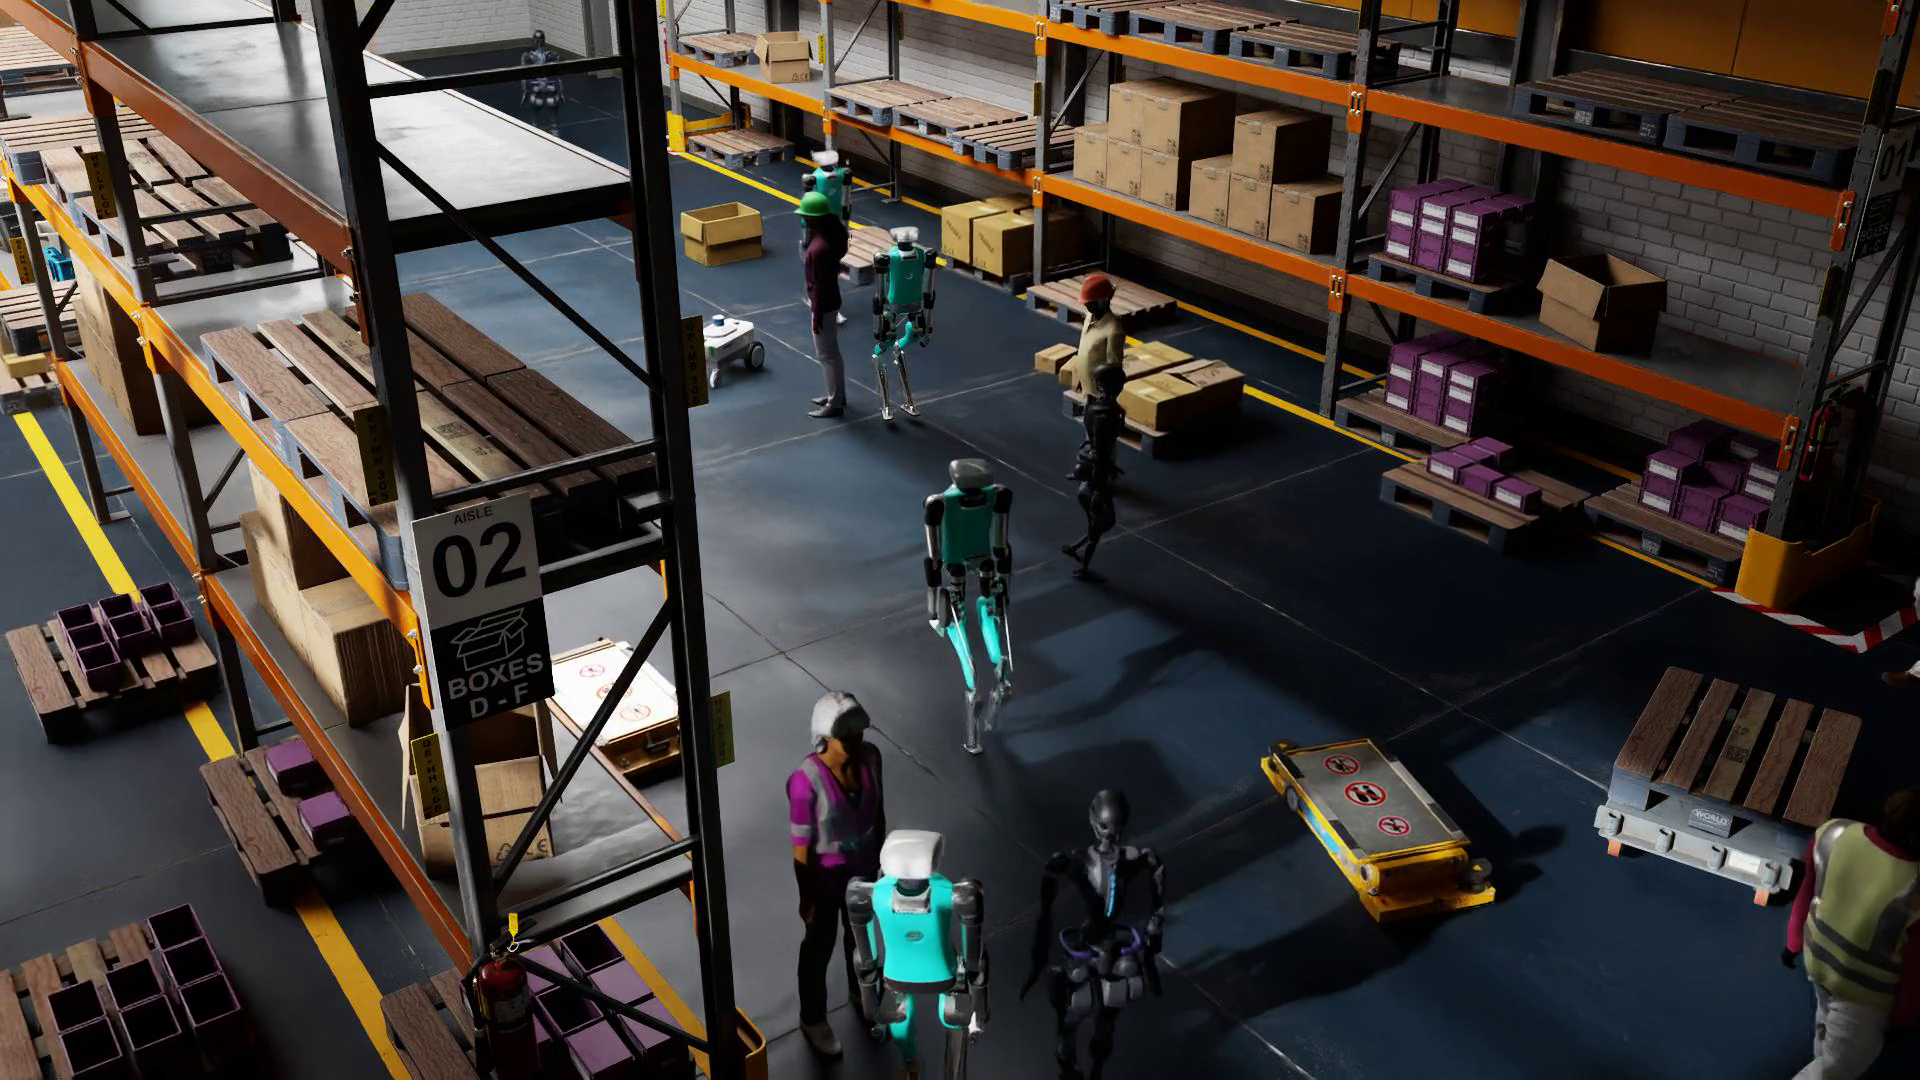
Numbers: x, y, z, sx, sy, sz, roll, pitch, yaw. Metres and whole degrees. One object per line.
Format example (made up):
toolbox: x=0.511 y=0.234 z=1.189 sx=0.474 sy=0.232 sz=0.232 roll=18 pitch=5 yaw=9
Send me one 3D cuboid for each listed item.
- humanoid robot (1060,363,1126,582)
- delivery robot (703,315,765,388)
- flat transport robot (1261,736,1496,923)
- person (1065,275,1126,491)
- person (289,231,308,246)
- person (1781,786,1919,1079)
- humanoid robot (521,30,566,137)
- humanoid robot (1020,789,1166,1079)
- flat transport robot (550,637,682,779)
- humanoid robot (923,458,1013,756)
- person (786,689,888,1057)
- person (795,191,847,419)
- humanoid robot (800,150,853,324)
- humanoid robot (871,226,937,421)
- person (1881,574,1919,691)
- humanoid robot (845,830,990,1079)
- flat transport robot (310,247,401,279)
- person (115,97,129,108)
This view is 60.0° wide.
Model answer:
humanoid robot: x=0.897 y=-0.455 z=11.327 sx=0.431 sy=1.635 sz=0.601 roll=5 pitch=27 yaw=11
delivery robot: x=-2.175 y=-1.756 z=15.155 sx=0.499 sy=0.589 sz=0.782 roll=13 pitch=29 yaw=24
flat transport robot: x=2.226 y=1.507 z=8.989 sx=0.659 sy=0.231 sz=1.431 roll=-7 pitch=28 yaw=-14
person: x=1.035 y=-1.189 z=12.709 sx=0.336 sy=1.741 sz=0.562 roll=-9 pitch=28 yaw=-17
person: x=-6.384 y=-2.686 z=15.818 sx=0.287 sy=1.629 sz=0.498 roll=14 pitch=30 yaw=25
person: x=3.600 y=1.772 z=6.755 sx=0.861 sy=1.811 sz=0.623 roll=-10 pitch=28 yaw=-19
humanoid robot: x=-5.604 y=-5.980 z=22.320 sx=0.611 sy=1.636 sz=0.419 roll=-13 pitch=29 yaw=-24
humanoid robot: x=0.560 y=1.807 z=6.872 sx=0.609 sy=1.645 sz=0.647 roll=0 pitch=27 yaw=-1
flat transport robot: x=-2.118 y=0.977 z=10.044 sx=0.659 sy=0.231 sz=1.431 roll=-18 pitch=32 yaw=-31
humanoid robot: x=0.127 y=0.457 z=9.466 sx=0.538 sy=1.817 sz=0.664 roll=-11 pitch=29 yaw=-21
person: x=-0.528 y=1.455 z=7.350 sx=0.508 sy=1.839 sz=0.338 roll=-22 pitch=34 yaw=-36
person: x=-1.146 y=-1.983 z=14.075 sx=0.426 sy=1.943 sz=0.491 roll=1 pitch=27 yaw=3
humanoid robot: x=-1.440 y=-3.026 z=16.402 sx=0.531 sy=1.758 sz=0.903 roll=-17 pitch=31 yaw=-30
humanoid robot: x=-0.532 y=-1.856 z=13.897 sx=0.533 sy=1.677 sz=0.735 roll=-10 pitch=28 yaw=-18
person: x=6.110 y=0.075 z=10.003 sx=0.554 sy=1.915 sz=0.650 roll=8 pitch=28 yaw=16
humanoid robot: x=-0.135 y=1.805 z=6.791 sx=0.561 sy=1.801 sz=0.805 roll=2 pitch=27 yaw=4
flat transport robot: x=-6.765 y=-2.967 z=17.890 sx=1.431 sy=0.231 sz=0.659 roll=16 pitch=31 yaw=29
person: x=-10.269 y=-5.105 z=20.237 sx=0.401 sy=1.986 sz=0.610 roll=11 pitch=29 yaw=20
